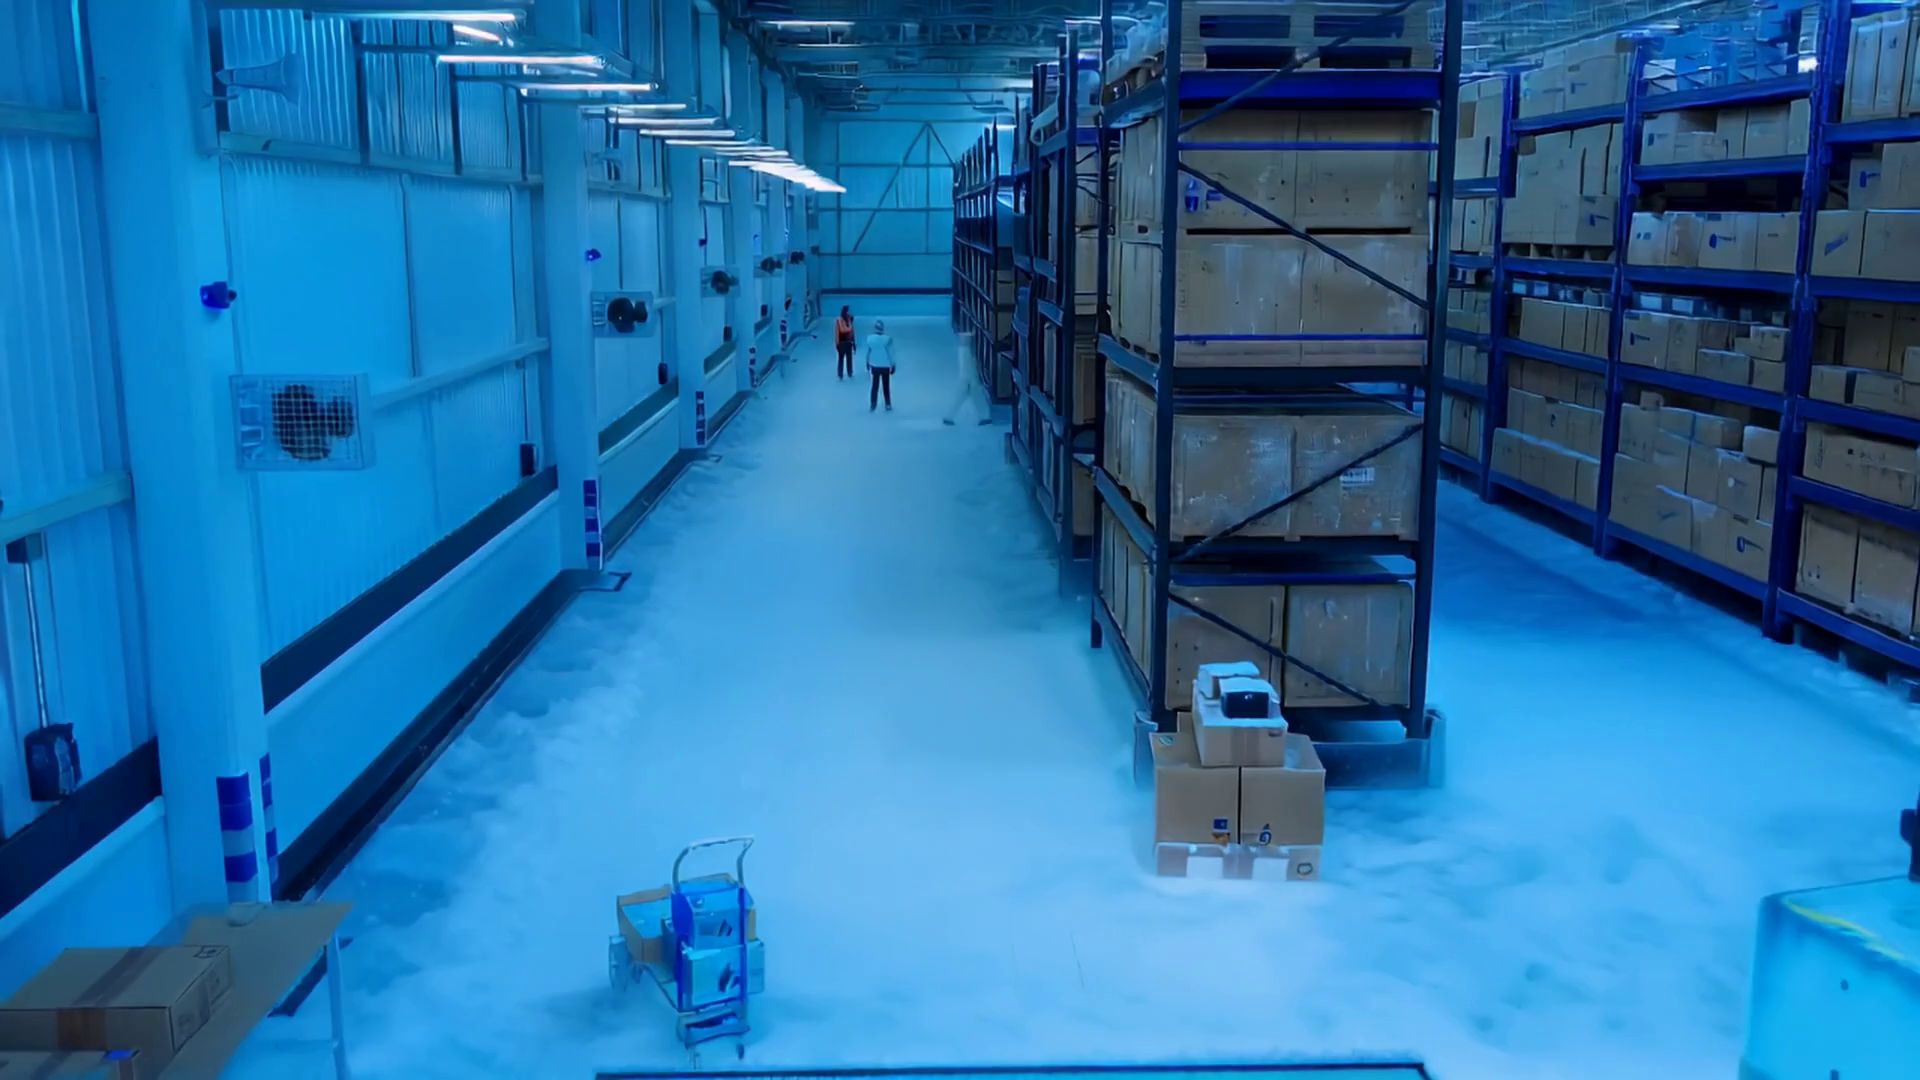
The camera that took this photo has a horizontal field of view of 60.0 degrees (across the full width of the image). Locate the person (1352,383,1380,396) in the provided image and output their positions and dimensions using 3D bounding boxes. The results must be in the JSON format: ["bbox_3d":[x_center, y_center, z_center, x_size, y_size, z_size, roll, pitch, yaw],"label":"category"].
[{"bbox_3d":[6.988,-2.336,28.684,0.732,1.852,0.655,-4,12,-19],"label":"person"}]

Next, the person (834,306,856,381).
[{"bbox_3d":[-2.939,-5.015,42.480,0.591,1.910,0.388,-8,14,-37],"label":"person"}]

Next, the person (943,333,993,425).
[{"bbox_3d":[0.121,-3.204,33.207,1.005,1.860,0.662,1,11,7],"label":"person"}]

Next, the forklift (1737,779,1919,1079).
[{"bbox_3d":[4.548,1.289,7.145,1.873,2.768,1.129,-3,11,-17],"label":"forklift"}]

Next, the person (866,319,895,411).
[{"bbox_3d":[-1.708,-3.749,35.691,0.614,1.988,0.405,-3,11,-13],"label":"person"}]
